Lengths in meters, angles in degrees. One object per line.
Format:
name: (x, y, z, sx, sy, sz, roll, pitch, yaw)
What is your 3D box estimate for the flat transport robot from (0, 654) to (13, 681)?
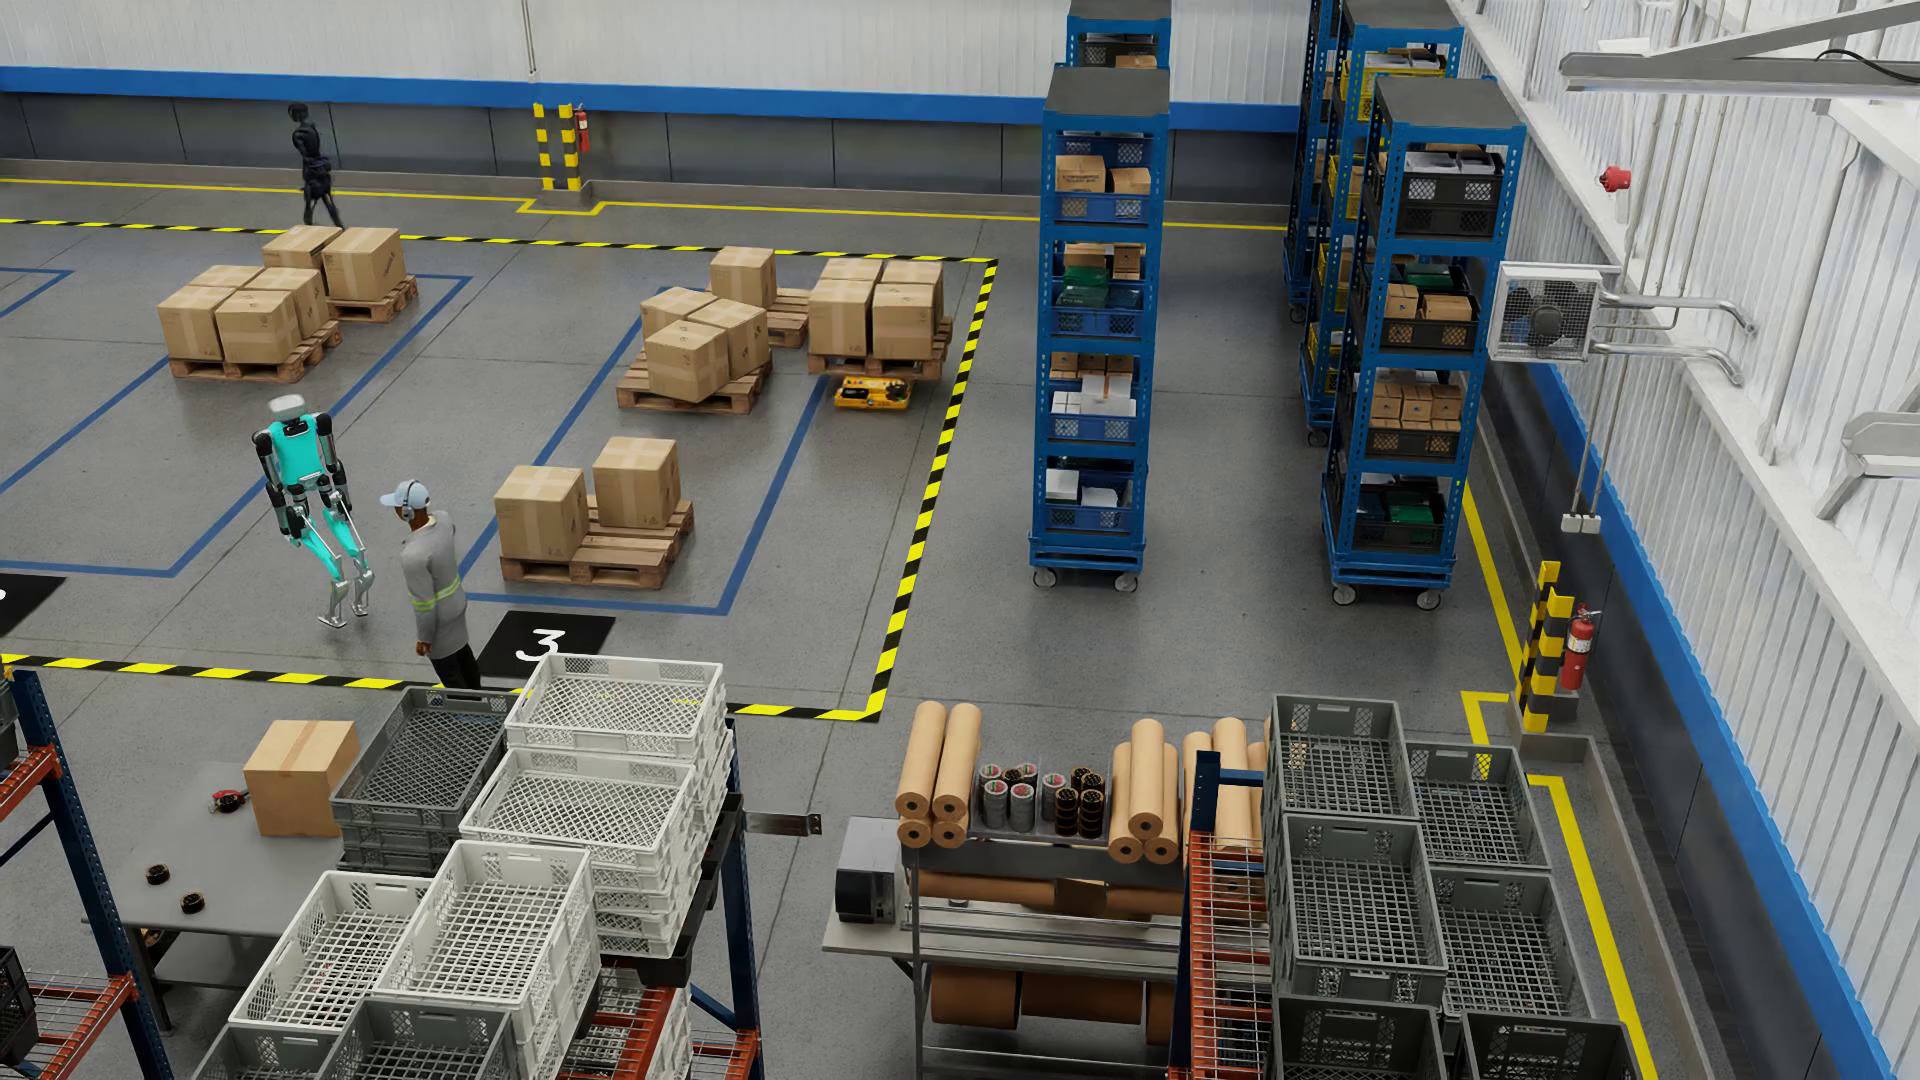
flat transport robot: (-7.142, 0.969, 11.010, 1.431, 0.231, 0.659, 3, 30, 6)

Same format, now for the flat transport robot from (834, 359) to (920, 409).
flat transport robot: (-0.722, -1.619, 15.427, 0.652, 0.197, 1.431, 3, 30, 6)

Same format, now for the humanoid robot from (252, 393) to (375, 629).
humanoid robot: (-4.314, -0.139, 11.320, 0.533, 1.676, 0.735, -26, 39, -37)

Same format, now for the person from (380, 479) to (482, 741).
person: (-3.264, 0.451, 10.326, 0.397, 1.852, 0.589, 3, 30, 4)

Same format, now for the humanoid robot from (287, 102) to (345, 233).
humanoid robot: (-7.059, -3.949, 18.073, 0.646, 1.632, 0.616, -2, 30, -4)
